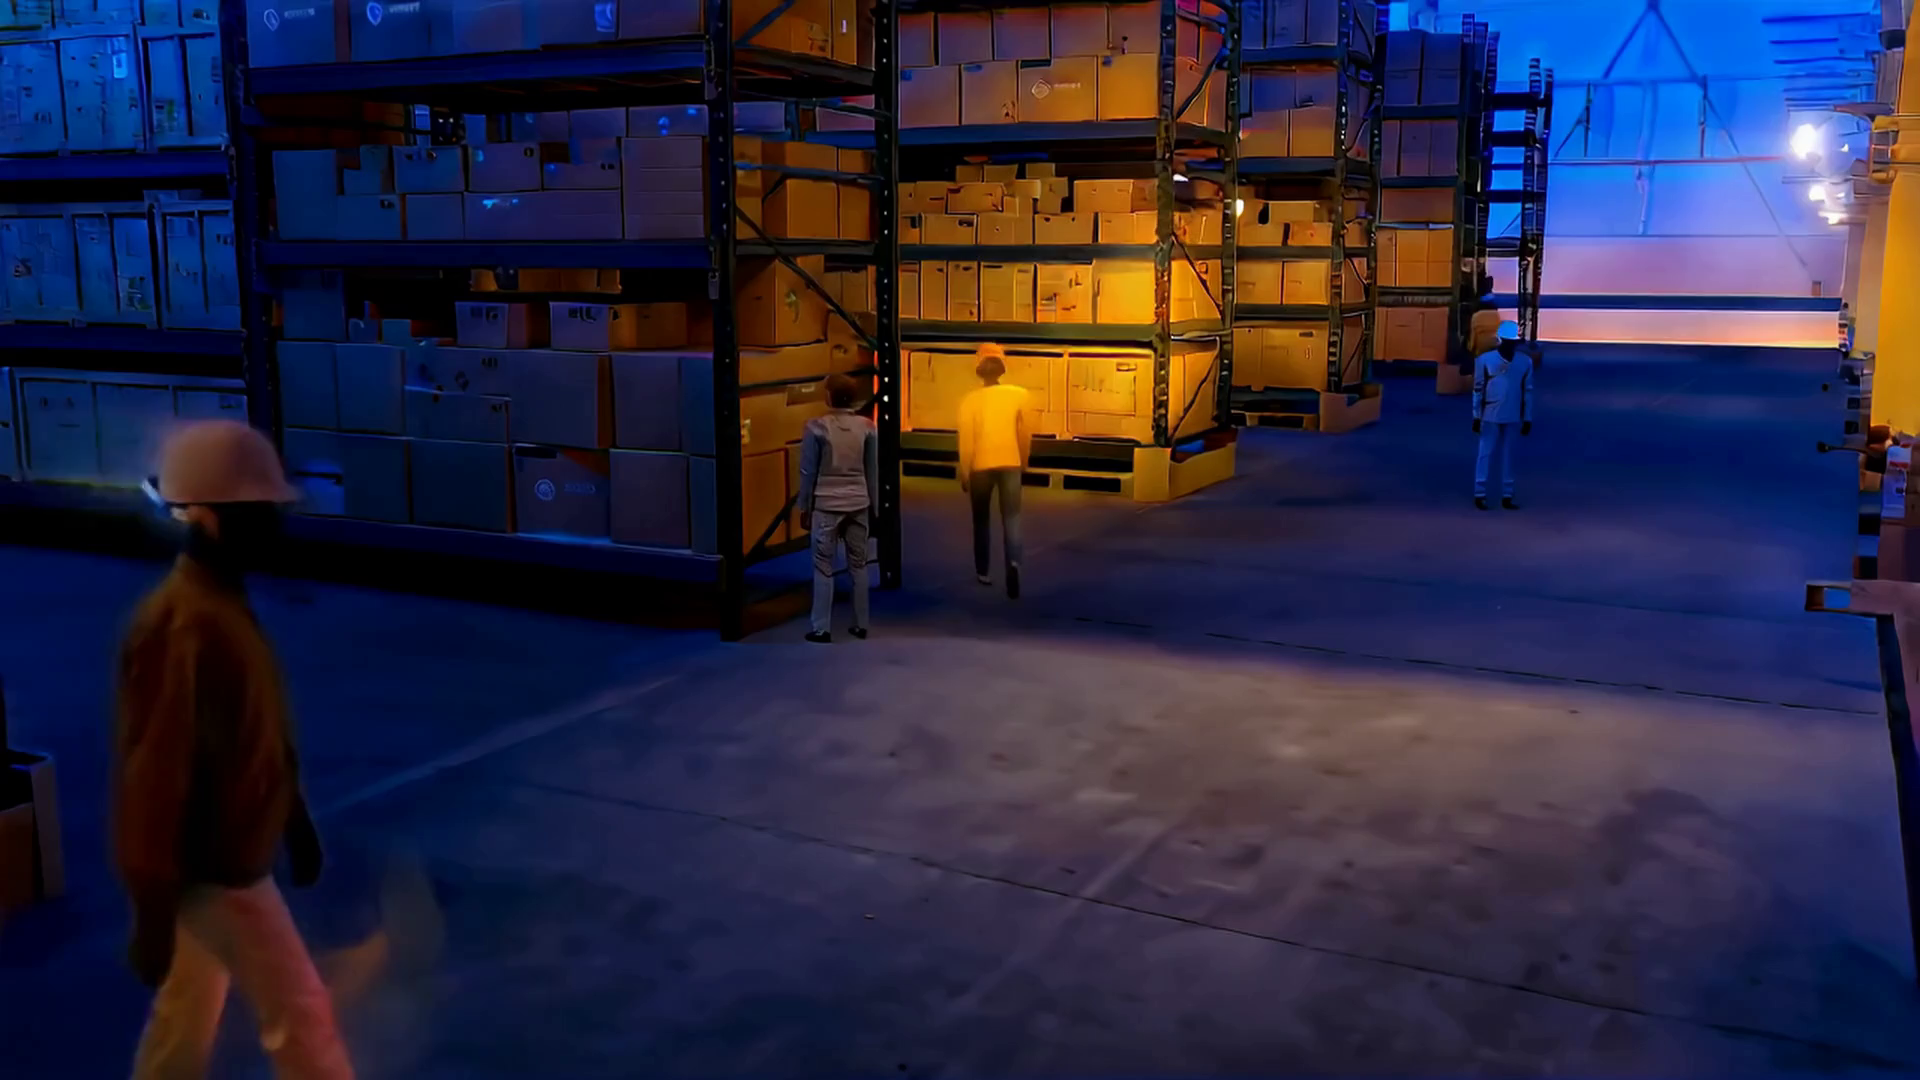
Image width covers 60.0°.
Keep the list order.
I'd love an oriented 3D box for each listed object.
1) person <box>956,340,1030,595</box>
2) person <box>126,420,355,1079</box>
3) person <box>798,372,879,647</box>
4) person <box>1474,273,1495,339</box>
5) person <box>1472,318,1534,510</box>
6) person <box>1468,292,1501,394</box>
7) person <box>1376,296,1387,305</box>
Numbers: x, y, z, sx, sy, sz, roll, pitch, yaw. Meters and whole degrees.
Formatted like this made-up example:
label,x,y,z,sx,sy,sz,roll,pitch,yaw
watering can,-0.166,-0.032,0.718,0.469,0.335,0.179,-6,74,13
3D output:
label,x,y,z,sx,sy,sz,roll,pitch,yaw
person,0.241,-0.504,11.462,0.523,1.734,0.783,-1,10,-6
person,-1.542,0.706,3.816,0.974,1.953,0.651,-2,10,-13
person,-0.712,-0.181,9.919,0.526,1.628,0.313,-6,11,-30
person,11.487,-4.835,36.120,0.797,1.877,0.654,6,11,30
person,4.942,-1.139,15.129,0.563,1.743,0.349,0,10,-3
person,8.381,-3.098,26.552,0.572,1.710,0.476,9,13,43
person,9.633,-5.147,38.137,0.861,1.816,0.578,7,12,33
